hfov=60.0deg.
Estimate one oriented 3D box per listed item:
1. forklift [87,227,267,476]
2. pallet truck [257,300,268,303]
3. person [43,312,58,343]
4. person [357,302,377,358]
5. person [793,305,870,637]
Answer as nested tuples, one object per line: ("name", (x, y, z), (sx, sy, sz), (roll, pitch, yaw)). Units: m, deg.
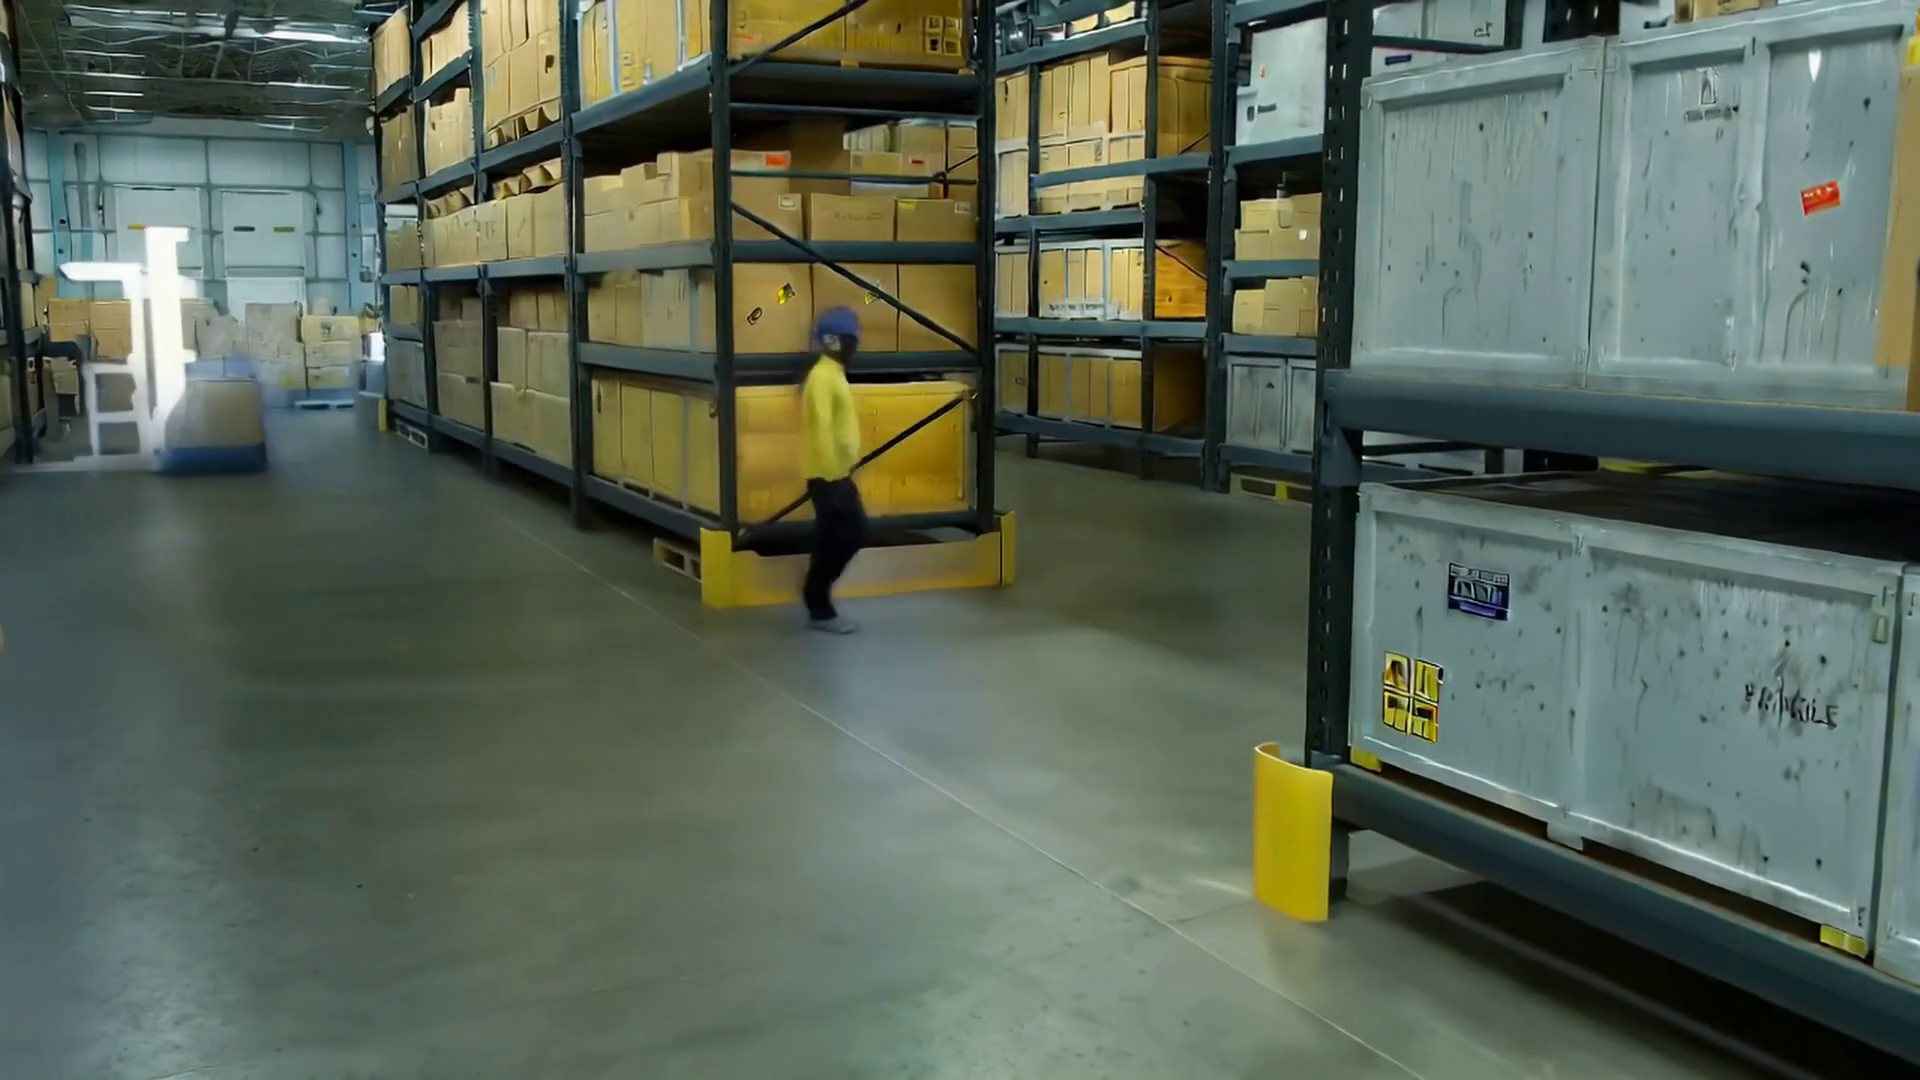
("forklift", (-9.170, -2.208, 19.316), (1.873, 2.768, 1.129), (-4, 9, -26))
("pallet truck", (-23.913, -7.404, 58.171), (1.885, 1.965, 0.823), (-1, 8, -9))
("person", (-29.642, -6.633, 54.201), (0.805, 1.591, 0.536), (4, 9, 26))
("person", (-17.946, -6.252, 50.432), (0.377, 1.940, 0.628), (7, 11, 39))
("person", (-0.748, -0.399, 9.899), (0.421, 1.980, 0.612), (1, 8, 5))
